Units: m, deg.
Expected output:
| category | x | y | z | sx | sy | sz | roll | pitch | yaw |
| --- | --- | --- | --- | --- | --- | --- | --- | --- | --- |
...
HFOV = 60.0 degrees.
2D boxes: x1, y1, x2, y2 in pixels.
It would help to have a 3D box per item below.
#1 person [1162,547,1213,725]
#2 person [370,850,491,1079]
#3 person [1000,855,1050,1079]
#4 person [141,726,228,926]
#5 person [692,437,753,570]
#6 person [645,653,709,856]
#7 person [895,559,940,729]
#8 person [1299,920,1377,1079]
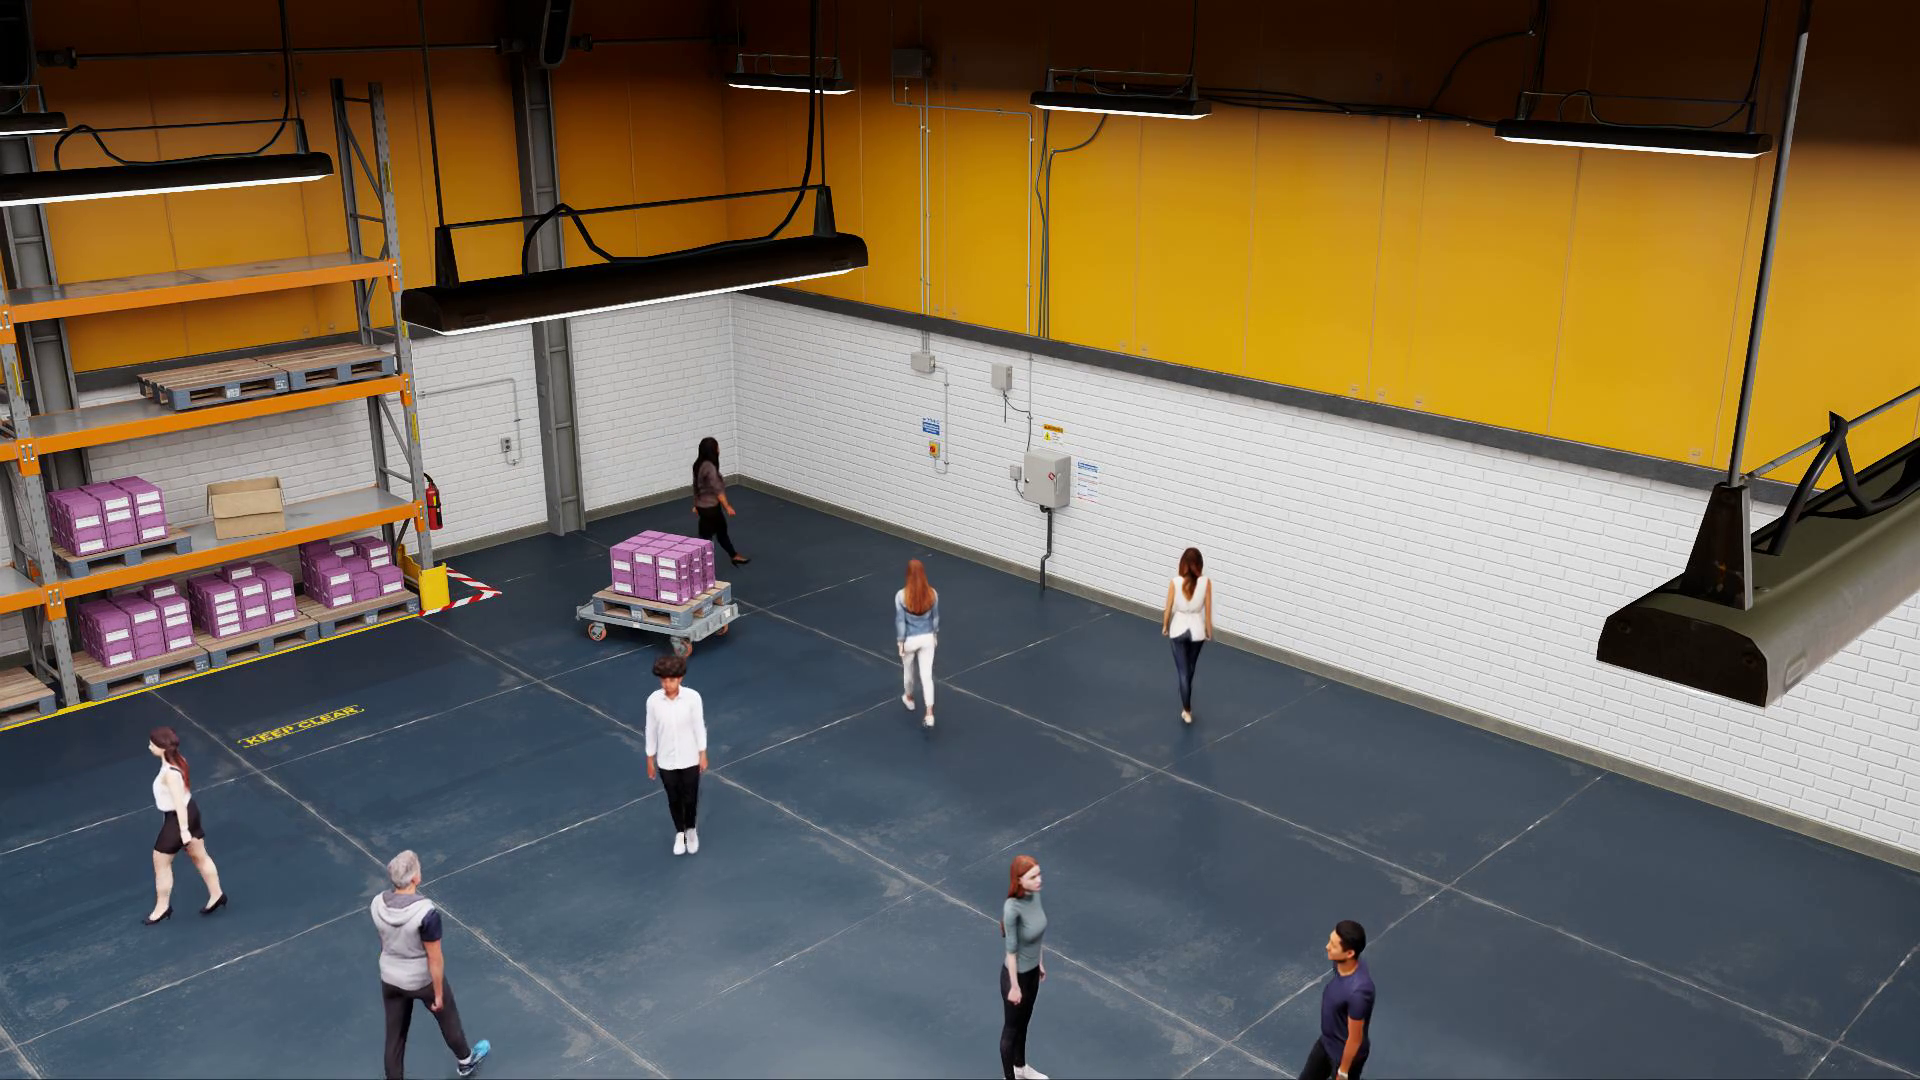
| category | x | y | z | sx | sy | sz | roll | pitch | yaw |
| --- | --- | --- | --- | --- | --- | --- | --- | --- | --- |
| person | 2.257 | 0.972 | 16.406 | 1.073 | 1.747 | 1.113 | -1 | 19 | -3 |
| person | -3.565 | 2.893 | 10.637 | 1.004 | 1.788 | 1.181 | 5 | 19 | 15 |
| person | 0.404 | 2.841 | 10.862 | 0.692 | 1.743 | 0.564 | 10 | 21 | 28 |
| person | -5.968 | 2.204 | 12.936 | 0.937 | 1.627 | 0.780 | -7 | 20 | -20 |
| person | -3.135 | -0.305 | 20.123 | 1.229 | 1.796 | 0.913 | -9 | 21 | -25 |
| person | -2.356 | 1.767 | 13.967 | 0.757 | 1.798 | 0.817 | 0 | 19 | -1 |
| person | -0.383 | 1.049 | 16.306 | 1.151 | 1.666 | 1.062 | -4 | 19 | -13 |
| person | 2.408 | 3.082 | 10.087 | 0.823 | 1.781 | 0.776 | -1 | 19 | -3 |
